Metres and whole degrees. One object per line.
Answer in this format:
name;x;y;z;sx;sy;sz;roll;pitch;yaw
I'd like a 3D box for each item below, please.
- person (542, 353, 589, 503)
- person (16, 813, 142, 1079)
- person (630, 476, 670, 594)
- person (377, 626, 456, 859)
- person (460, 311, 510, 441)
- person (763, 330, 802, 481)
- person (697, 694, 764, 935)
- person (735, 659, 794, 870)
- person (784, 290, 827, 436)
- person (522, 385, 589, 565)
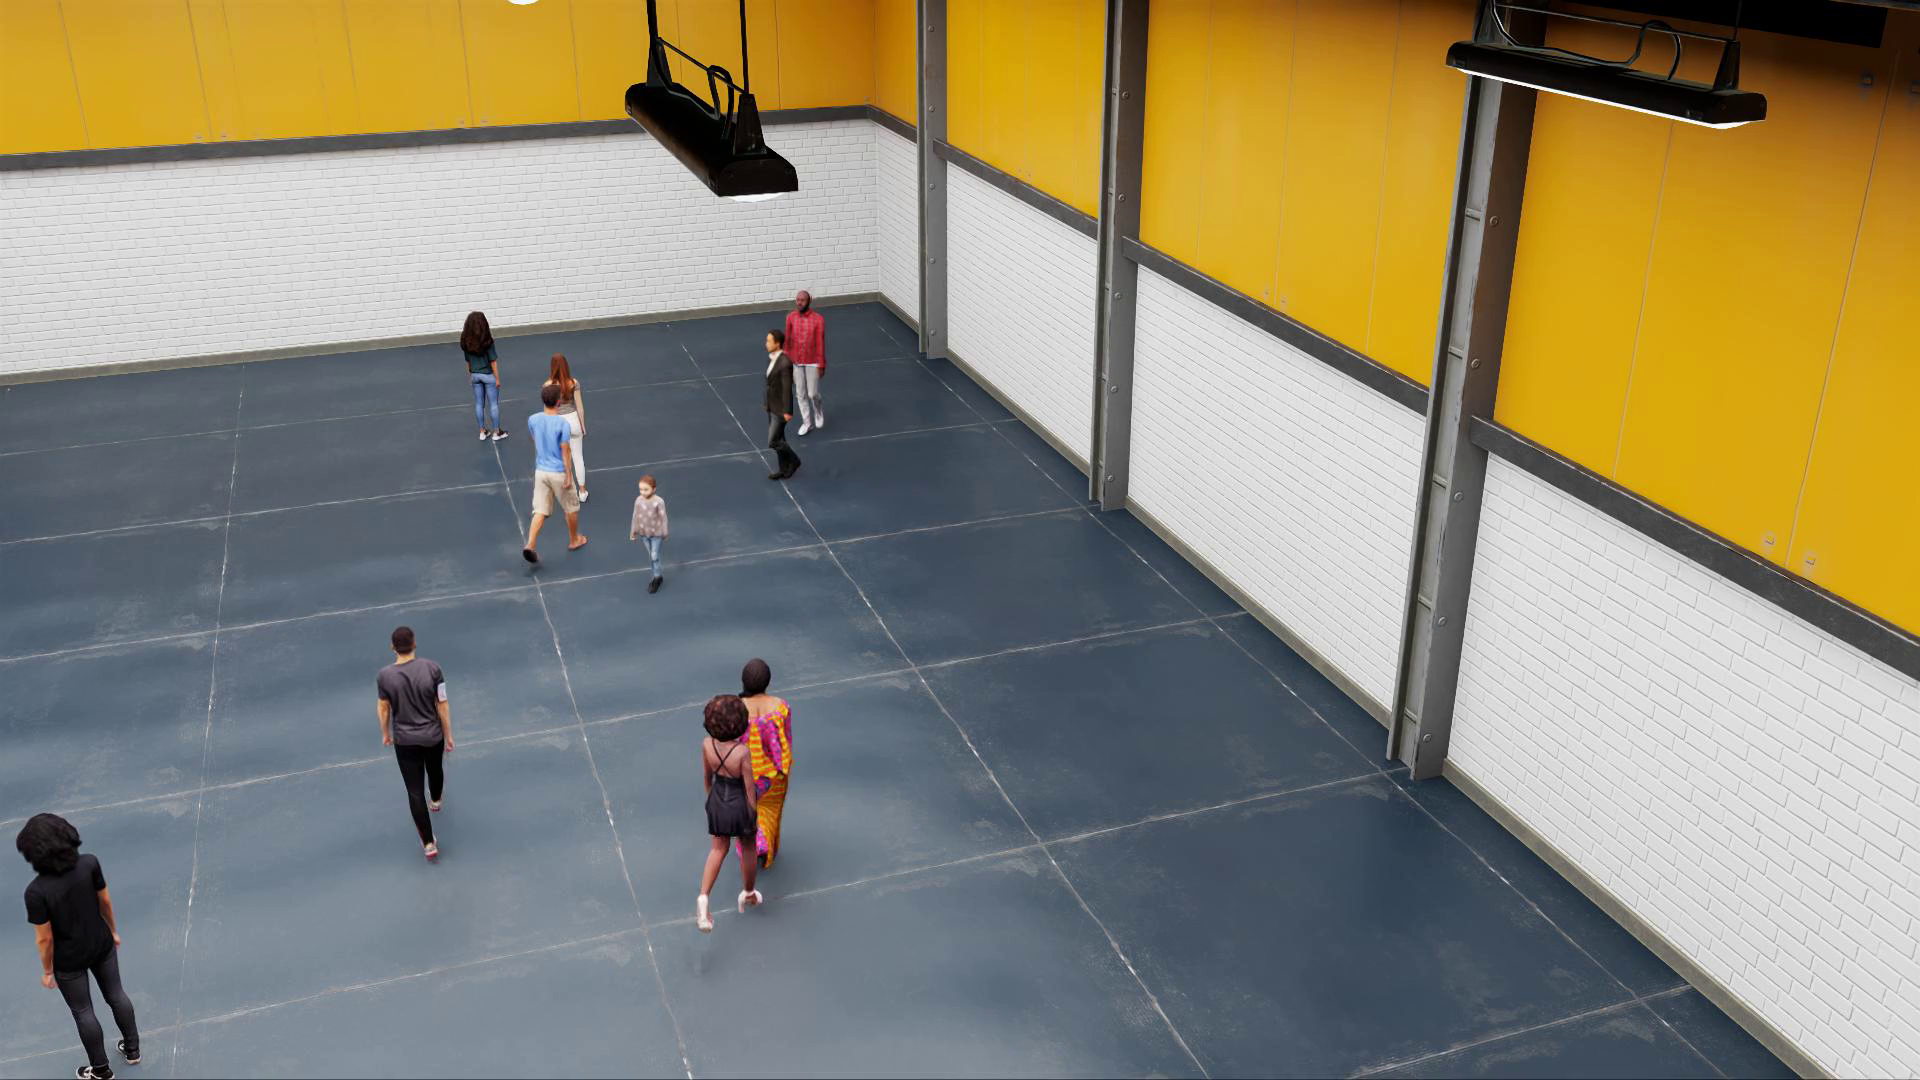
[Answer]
person;-4.388;-1.241;18.483;0.600;1.724;0.518;-10;25;-21
person;-5.254;2.435;9.942;0.735;1.831;0.711;15;28;30
person;-3.046;-0.100;16.549;0.650;1.183;0.717;8;25;18
person;-3.985;1.508;12.208;0.652;1.713;1.126;-8;25;-17
person;-5.846;-2.018;20.396;0.711;1.616;0.751;5;24;12
person;-1.993;-1.544;19.088;0.814;1.796;0.644;-12;26;-26
person;-1.587;1.895;11.257;0.935;1.767;1.025;9;25;20
person;-1.456;1.638;11.982;0.676;1.658;0.794;-6;24;-13
person;-1.895;-2.237;20.649;0.835;1.814;0.893;6;24;13
person;-4.206;-0.656;16.999;1.080;1.842;1.228;6;24;12
